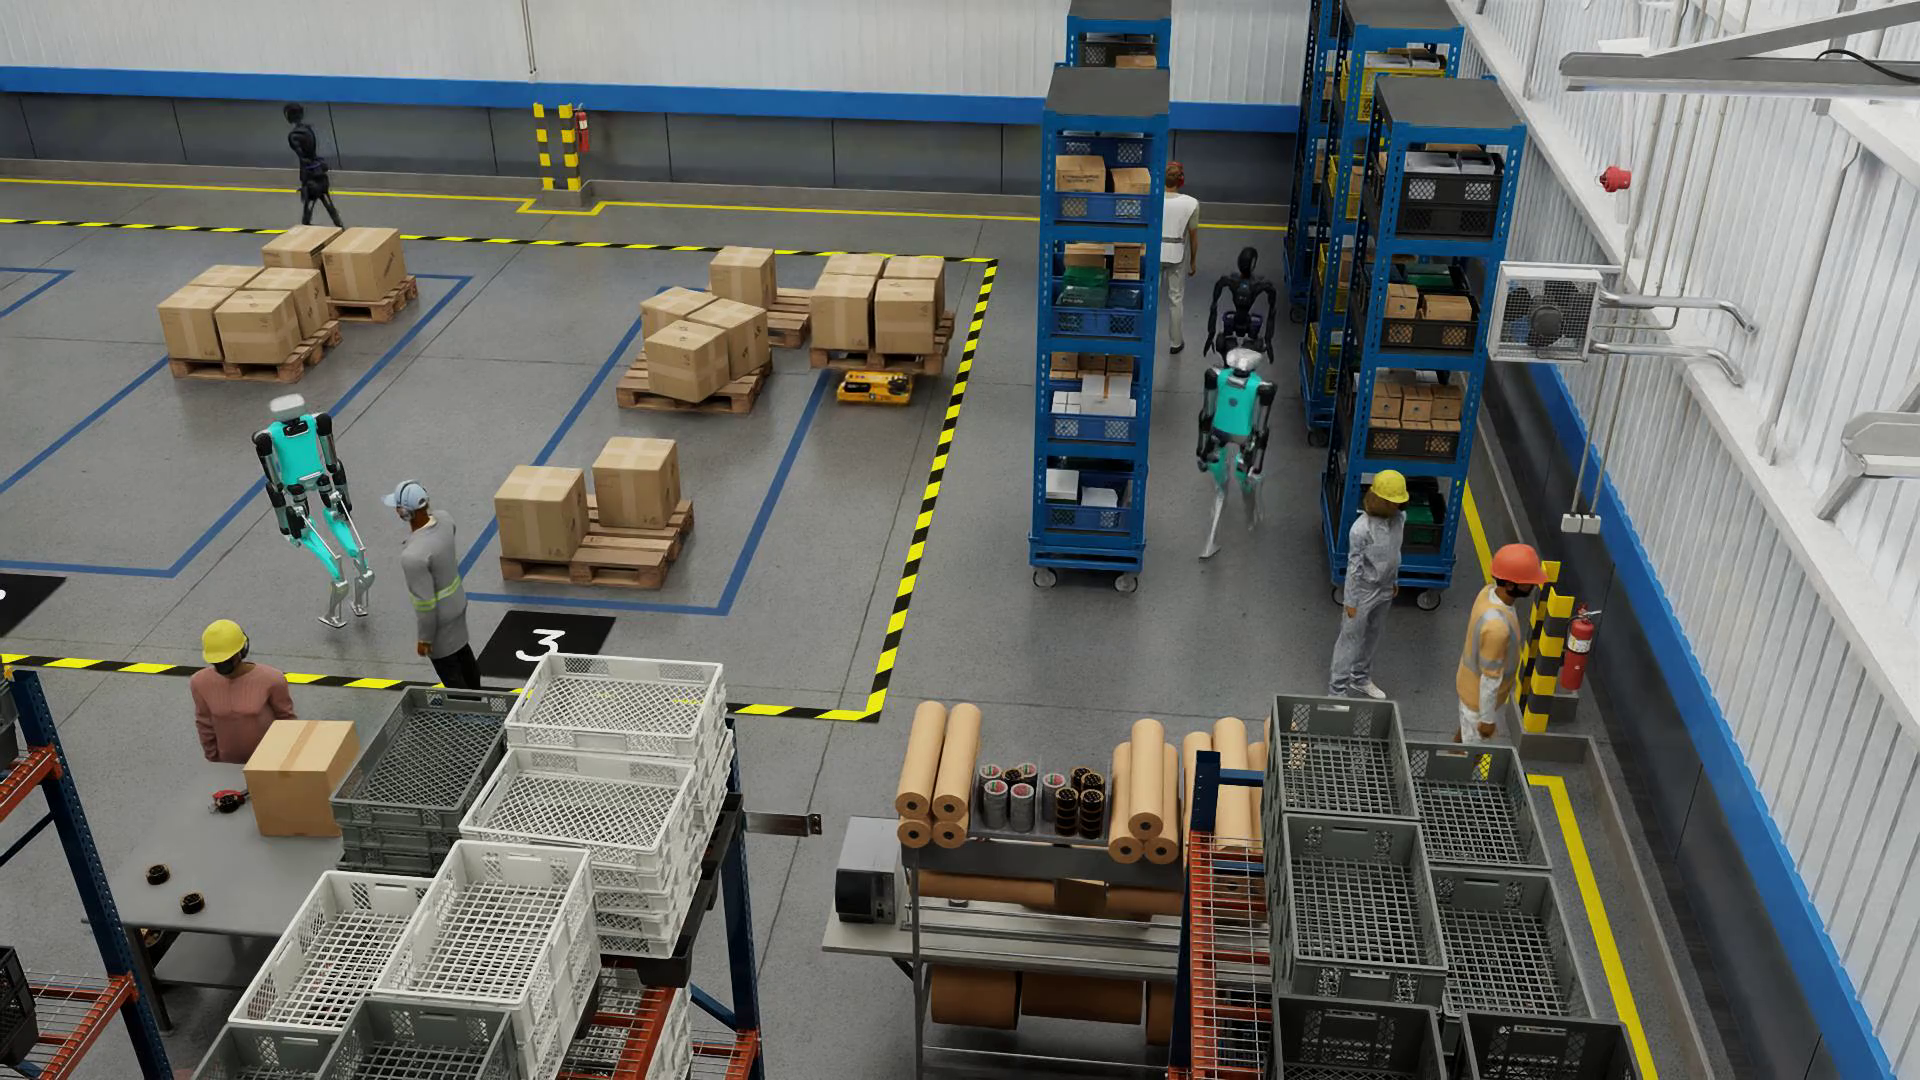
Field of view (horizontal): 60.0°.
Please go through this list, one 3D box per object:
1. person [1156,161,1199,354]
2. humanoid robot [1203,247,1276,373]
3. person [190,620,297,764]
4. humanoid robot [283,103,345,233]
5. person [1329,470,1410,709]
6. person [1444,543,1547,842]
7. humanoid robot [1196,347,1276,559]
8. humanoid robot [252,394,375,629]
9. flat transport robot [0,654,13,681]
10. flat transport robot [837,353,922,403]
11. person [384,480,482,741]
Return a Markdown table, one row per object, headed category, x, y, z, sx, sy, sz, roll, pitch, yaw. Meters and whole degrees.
| category | x | y | z | sx | sy | sz | roll | pitch | yaw |
| --- | --- | --- | --- | --- | --- | --- | --- | --- | --- |
| person | 1.935 | -2.630 | 15.623 | 0.568 | 1.843 | 0.373 | 5 | 31 | 8 |
| humanoid robot | 2.402 | -1.742 | 14.262 | 0.611 | 1.639 | 0.358 | 8 | 31 | 13 |
| person | -3.877 | 1.190 | 9.139 | 0.523 | 1.769 | 0.312 | -4 | 30 | -6 |
| humanoid robot | -7.080 | -3.943 | 18.072 | 0.718 | 1.624 | 0.612 | -2 | 30 | -4 |
| person | 2.650 | 0.325 | 10.647 | 0.493 | 1.742 | 0.306 | -22 | 37 | -33 |
| person | 3.032 | 0.861 | 9.535 | 0.371 | 1.938 | 0.544 | 7 | 31 | 12 |
| humanoid robot | 2.125 | -0.692 | 12.460 | 0.565 | 1.828 | 0.873 | 15 | 33 | 24 |
| humanoid robot | -4.314 | -0.139 | 11.319 | 0.533 | 1.677 | 0.735 | -26 | 39 | -37 |
| flat transport robot | -7.142 | 0.969 | 11.010 | 1.431 | 0.231 | 0.659 | 3 | 30 | 6 |
| flat transport robot | -0.708 | -1.682 | 15.534 | 0.652 | 0.197 | 1.431 | 3 | 30 | 6 |
| person | -3.264 | 0.450 | 10.329 | 0.396 | 1.850 | 0.587 | 2 | 30 | 4 |
